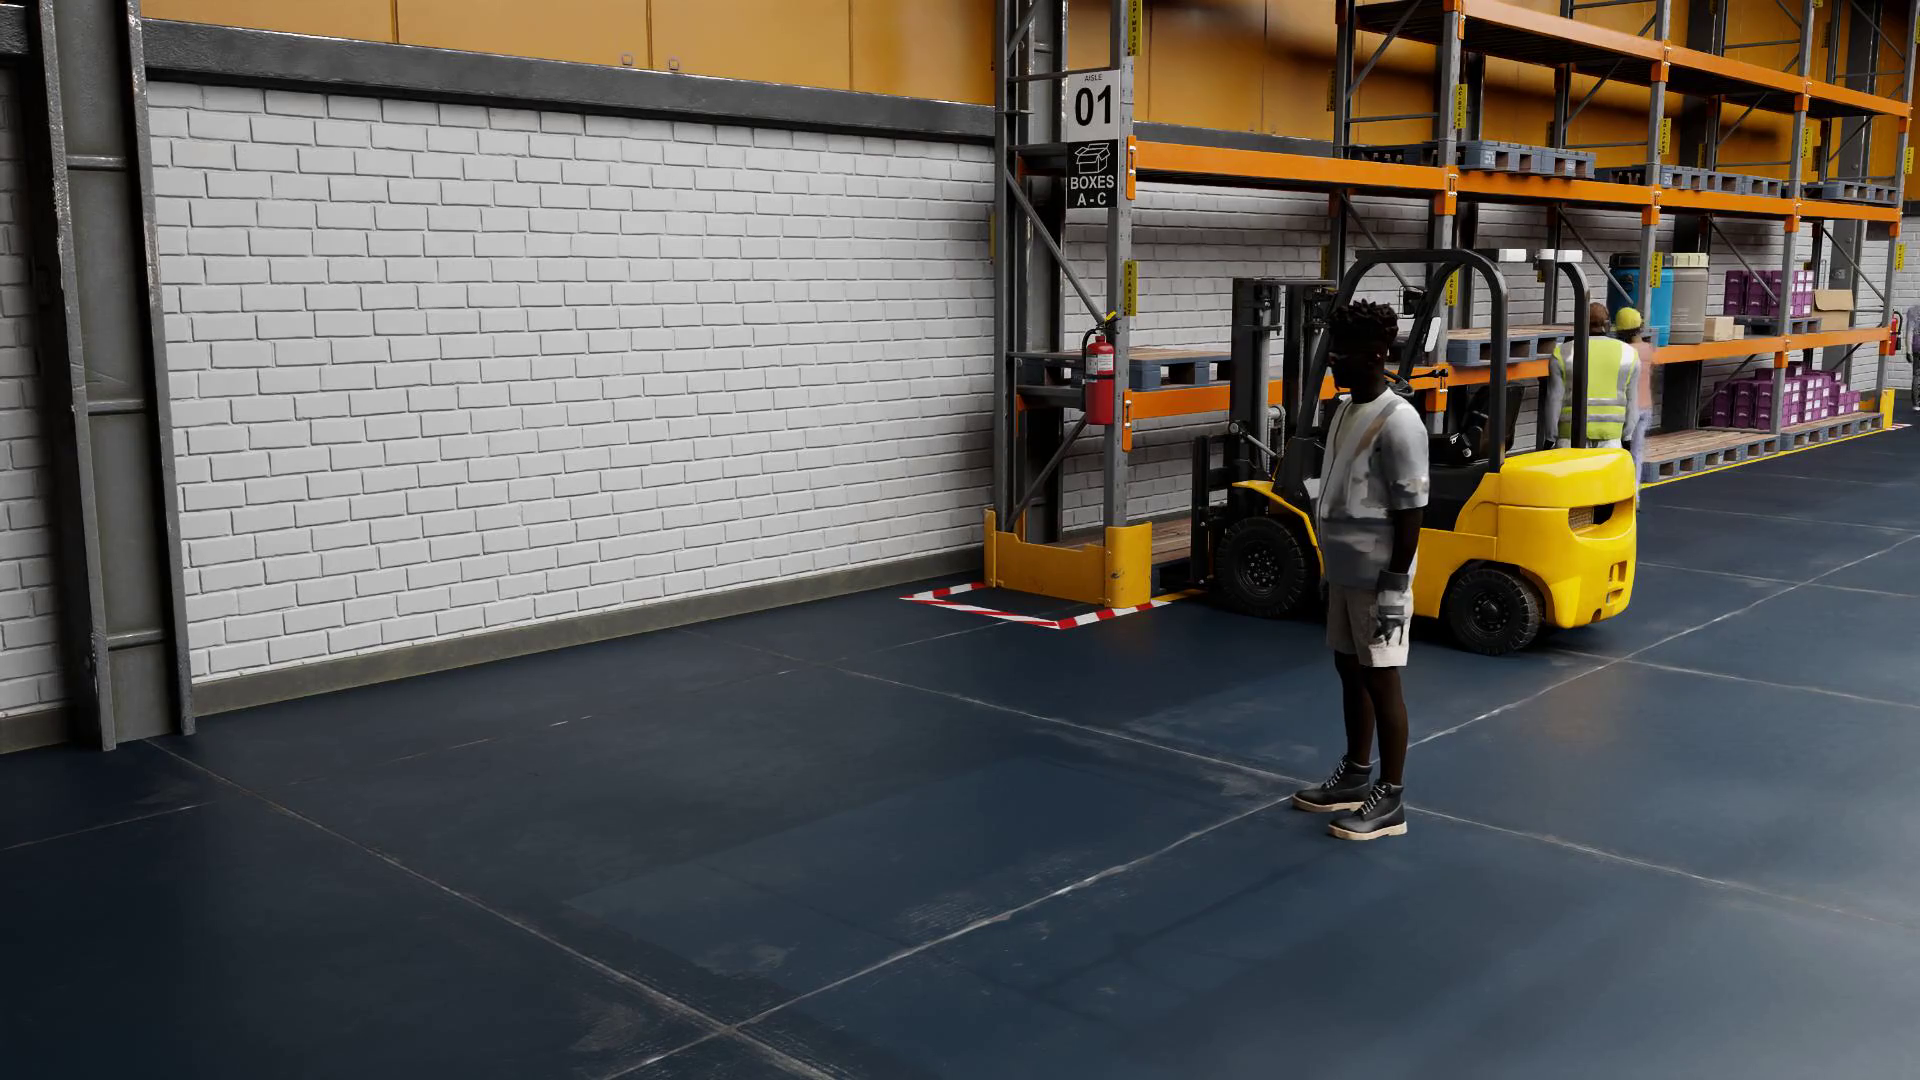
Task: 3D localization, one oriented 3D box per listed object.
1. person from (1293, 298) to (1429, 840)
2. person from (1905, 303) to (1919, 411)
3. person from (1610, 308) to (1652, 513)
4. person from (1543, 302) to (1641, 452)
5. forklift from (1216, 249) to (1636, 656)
[{"bbox_3d":[1.477,0.106,6.087,0.365,1.964,0.610,-2,9,-9],"label":"person"},{"bbox_3d":[13.981,-2.792,24.033,0.607,1.908,0.617,4,10,23],"label":"person"},{"bbox_3d":[5.683,-1.077,14.075,0.680,1.737,0.359,-9,13,-44],"label":"person"},{"bbox_3d":[4.376,-0.727,11.593,0.624,1.840,0.430,1,9,6],"label":"person"},{"bbox_3d":[2.710,-0.584,9.626,2.313,2.155,1.214,9,13,43],"label":"forklift"}]
